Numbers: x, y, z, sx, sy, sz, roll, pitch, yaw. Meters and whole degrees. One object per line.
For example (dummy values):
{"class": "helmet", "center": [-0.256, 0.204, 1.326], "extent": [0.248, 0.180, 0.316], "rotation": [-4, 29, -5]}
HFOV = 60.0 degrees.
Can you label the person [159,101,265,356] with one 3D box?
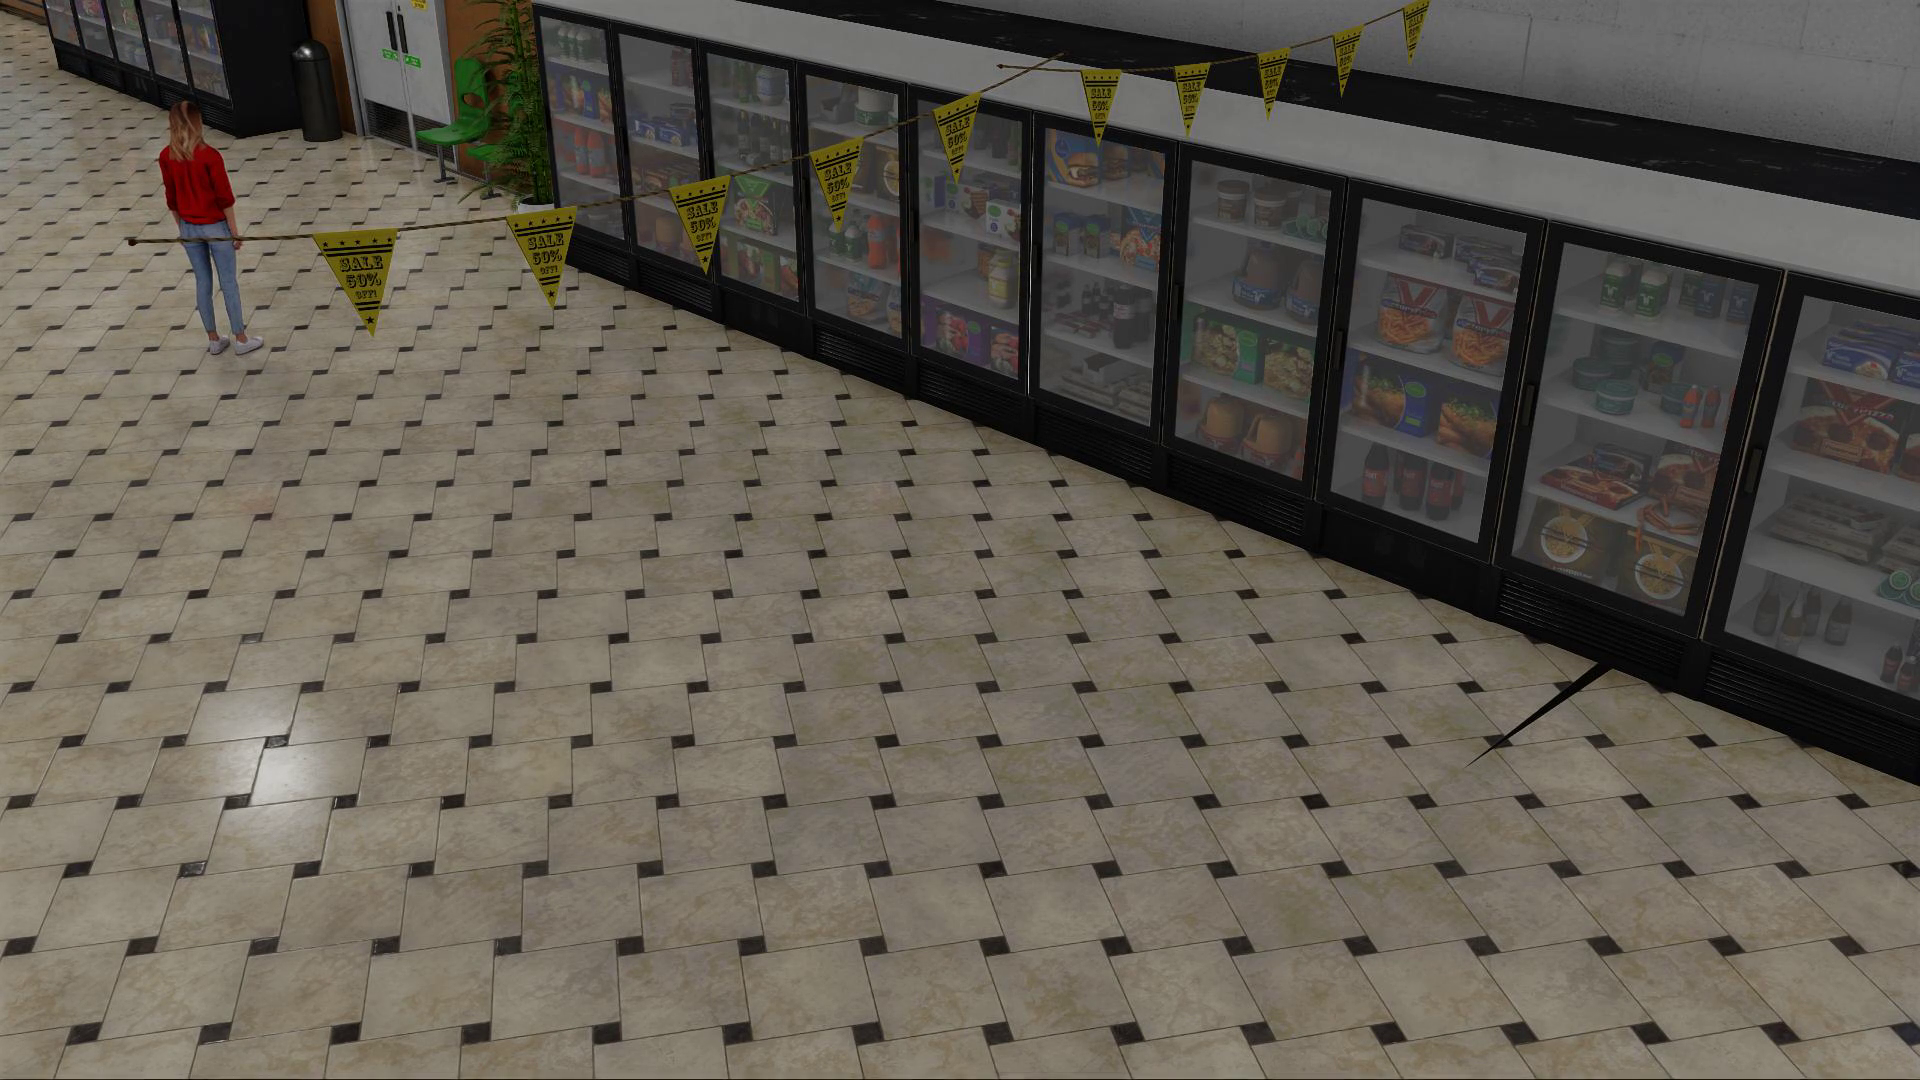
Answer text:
{"class": "person", "center": [-5.056, -2.080, 11.154], "extent": [0.688, 1.703, 0.714], "rotation": [4, 27, 7]}
